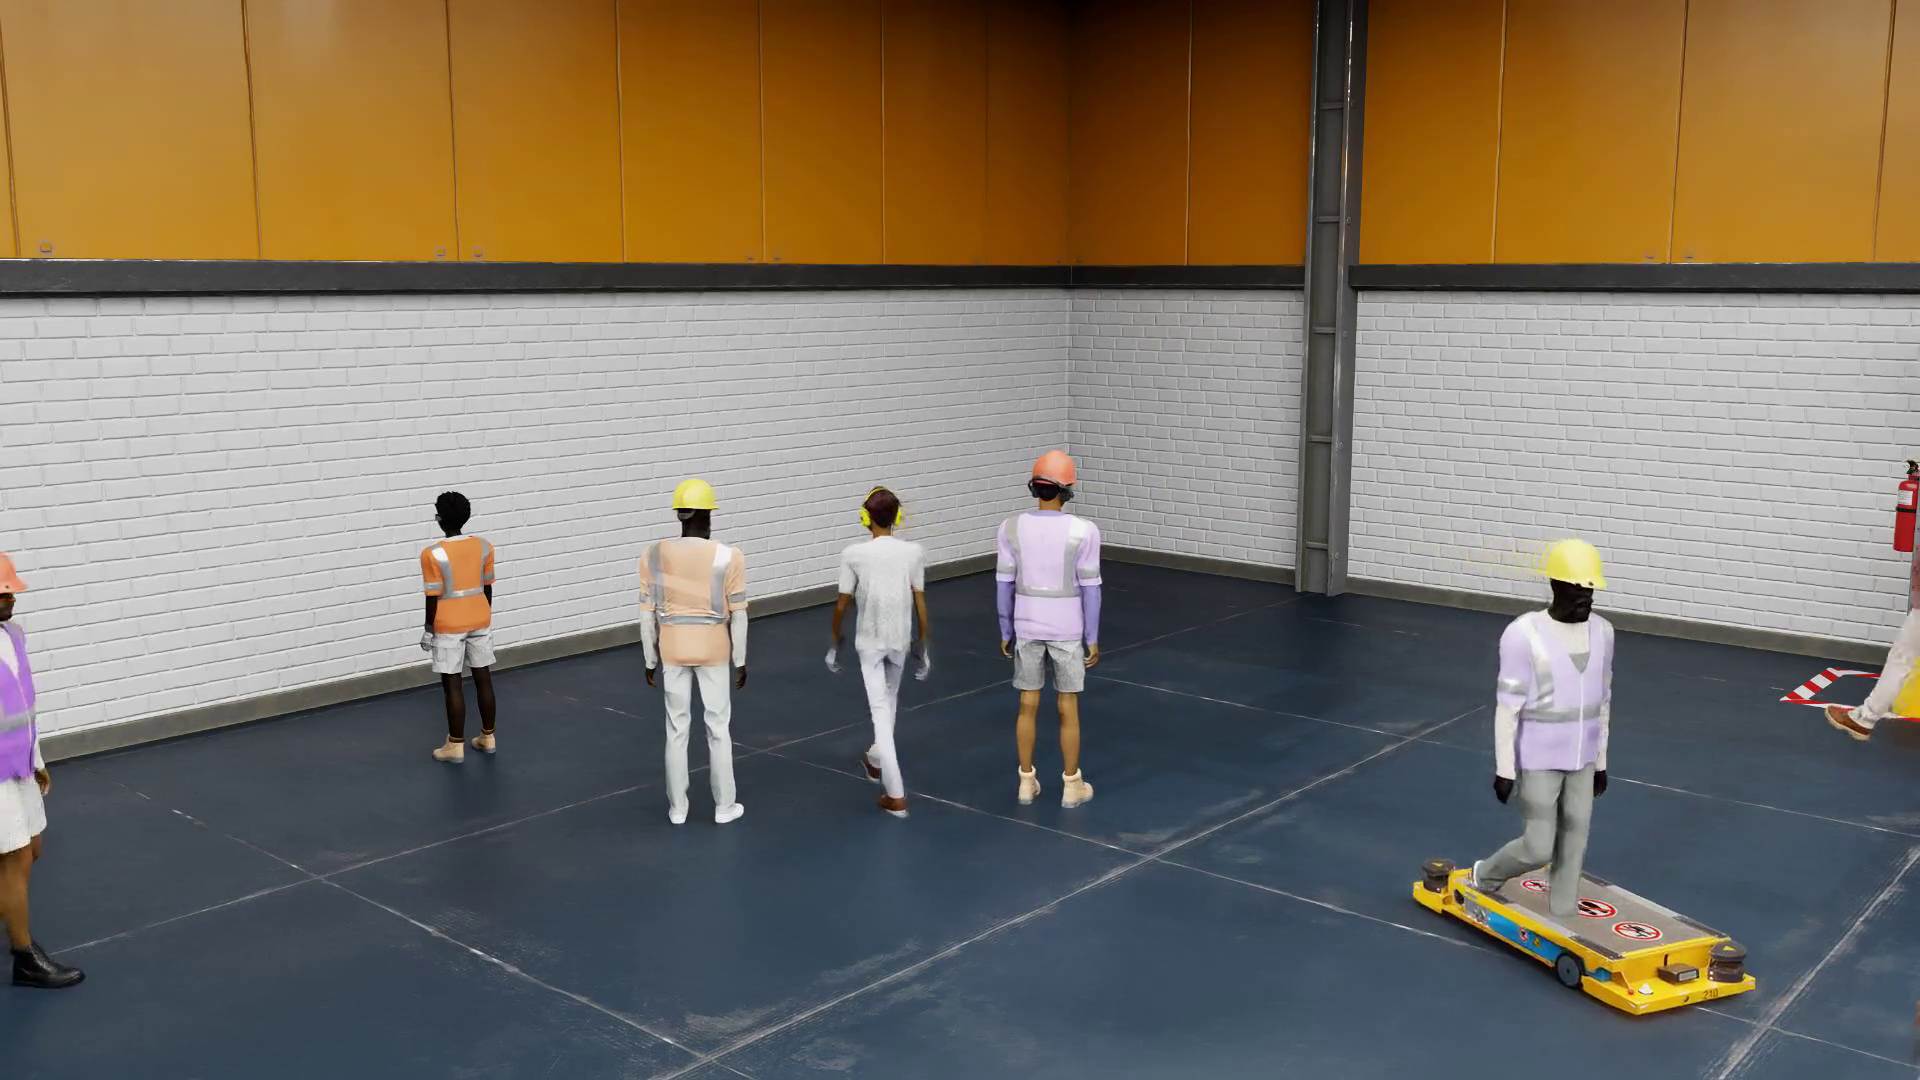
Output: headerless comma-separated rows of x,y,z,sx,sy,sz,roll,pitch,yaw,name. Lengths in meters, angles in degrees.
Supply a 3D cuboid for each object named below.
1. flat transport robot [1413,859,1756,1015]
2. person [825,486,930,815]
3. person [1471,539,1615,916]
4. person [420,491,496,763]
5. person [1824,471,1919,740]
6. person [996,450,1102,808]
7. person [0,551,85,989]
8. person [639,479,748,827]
2.756,1.717,7.474,0.652,0.197,1.431,-4,10,-22,flat transport robot
-0.503,0.601,9.593,0.541,1.825,0.941,-4,10,-22,person
2.585,0.925,7.311,0.601,1.911,0.632,-4,10,-22,person
-3.134,0.539,10.404,0.320,1.698,0.531,7,11,36,person
6.166,0.394,10.564,0.619,1.938,1.034,-6,11,-34,person
0.514,0.508,9.519,0.609,2.043,0.397,3,10,19,person
-4.155,0.965,7.024,0.702,1.923,0.545,0,9,-2,person
-1.459,0.624,9.163,0.590,1.923,0.383,0,9,2,person
